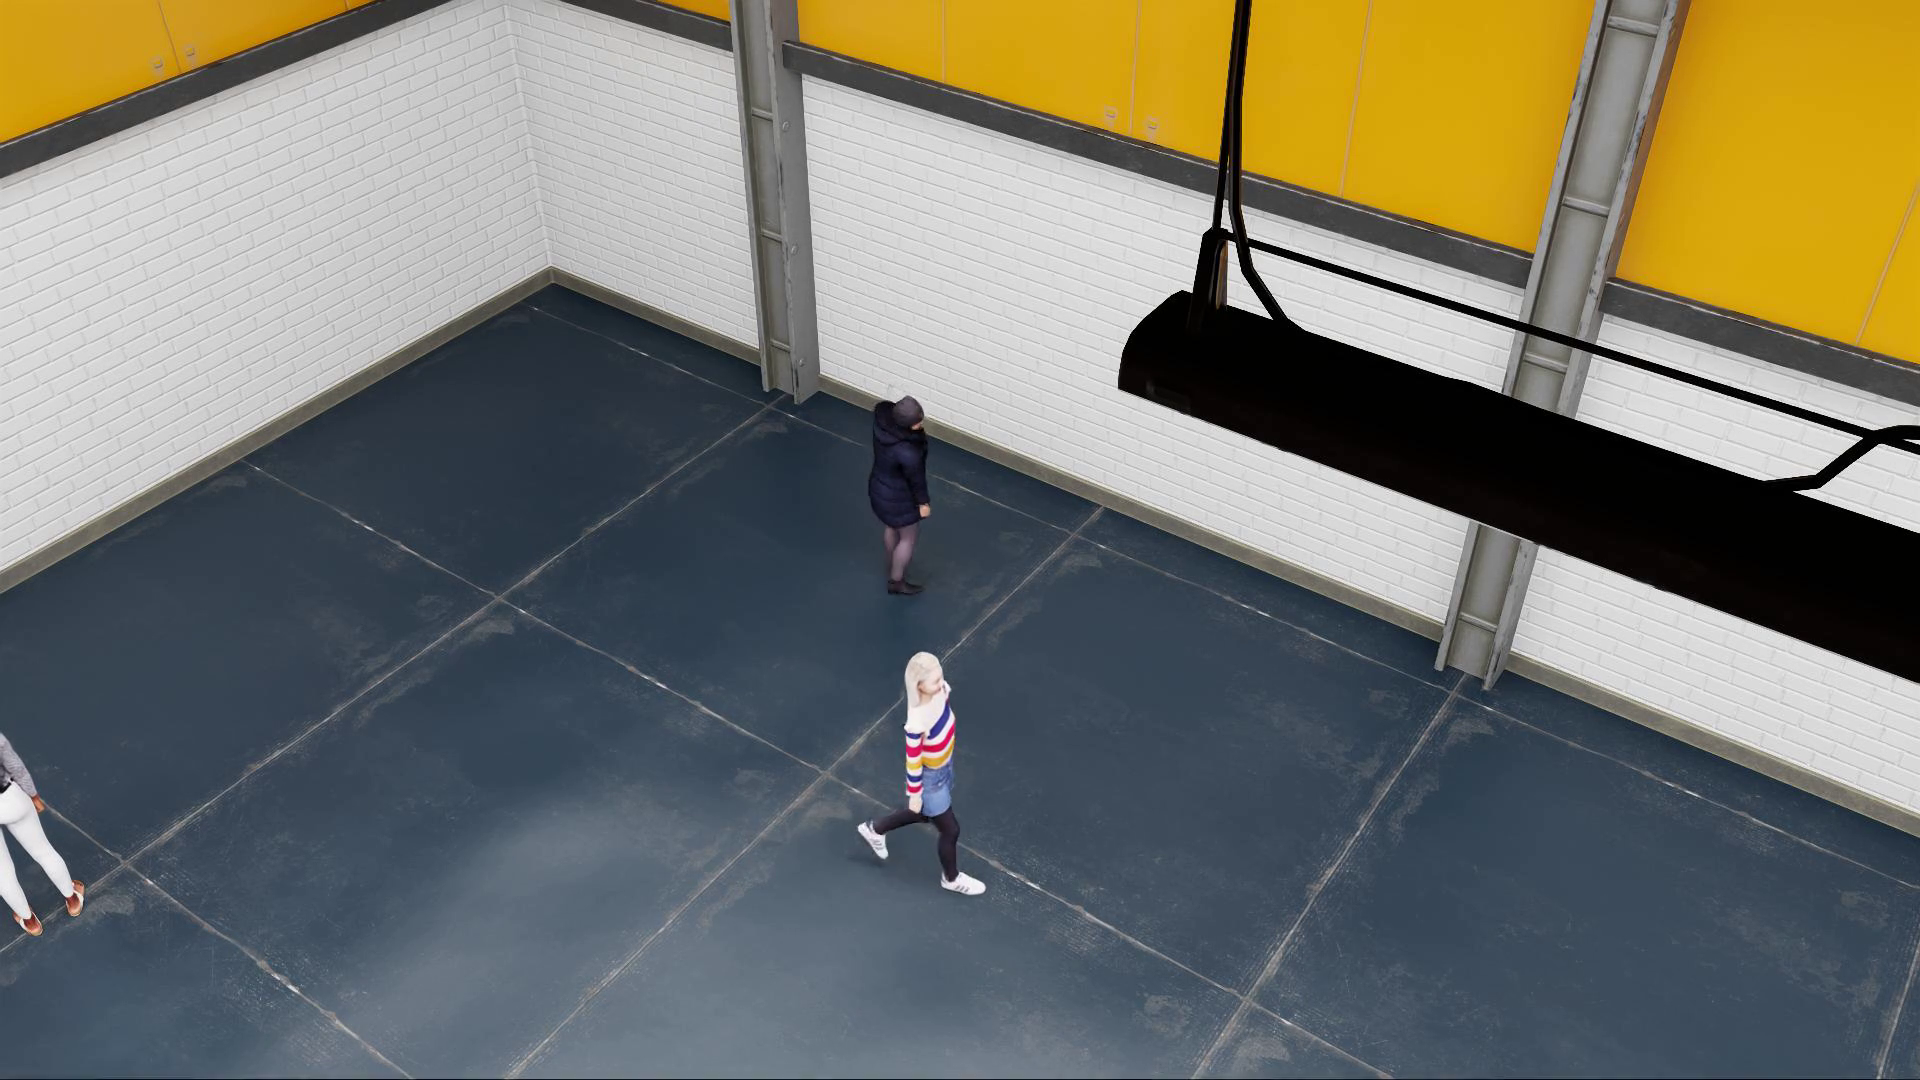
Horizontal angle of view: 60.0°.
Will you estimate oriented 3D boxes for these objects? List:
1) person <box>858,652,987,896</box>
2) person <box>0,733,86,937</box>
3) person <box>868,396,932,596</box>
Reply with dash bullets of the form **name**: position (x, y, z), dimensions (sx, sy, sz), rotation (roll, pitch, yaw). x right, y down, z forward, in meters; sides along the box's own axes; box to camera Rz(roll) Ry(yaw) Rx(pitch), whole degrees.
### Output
- **person**: position (-0.242, 1.312, 9.399), dimensions (1.121, 1.788, 0.851), rotation (11, 40, 14)
- **person**: position (-5.320, 1.519, 9.190), dimensions (0.648, 1.725, 0.622), rotation (-26, 45, -28)
- **person**: position (-0.440, -0.370, 11.607), dimensions (0.702, 1.660, 0.833), rotation (27, 46, 29)
